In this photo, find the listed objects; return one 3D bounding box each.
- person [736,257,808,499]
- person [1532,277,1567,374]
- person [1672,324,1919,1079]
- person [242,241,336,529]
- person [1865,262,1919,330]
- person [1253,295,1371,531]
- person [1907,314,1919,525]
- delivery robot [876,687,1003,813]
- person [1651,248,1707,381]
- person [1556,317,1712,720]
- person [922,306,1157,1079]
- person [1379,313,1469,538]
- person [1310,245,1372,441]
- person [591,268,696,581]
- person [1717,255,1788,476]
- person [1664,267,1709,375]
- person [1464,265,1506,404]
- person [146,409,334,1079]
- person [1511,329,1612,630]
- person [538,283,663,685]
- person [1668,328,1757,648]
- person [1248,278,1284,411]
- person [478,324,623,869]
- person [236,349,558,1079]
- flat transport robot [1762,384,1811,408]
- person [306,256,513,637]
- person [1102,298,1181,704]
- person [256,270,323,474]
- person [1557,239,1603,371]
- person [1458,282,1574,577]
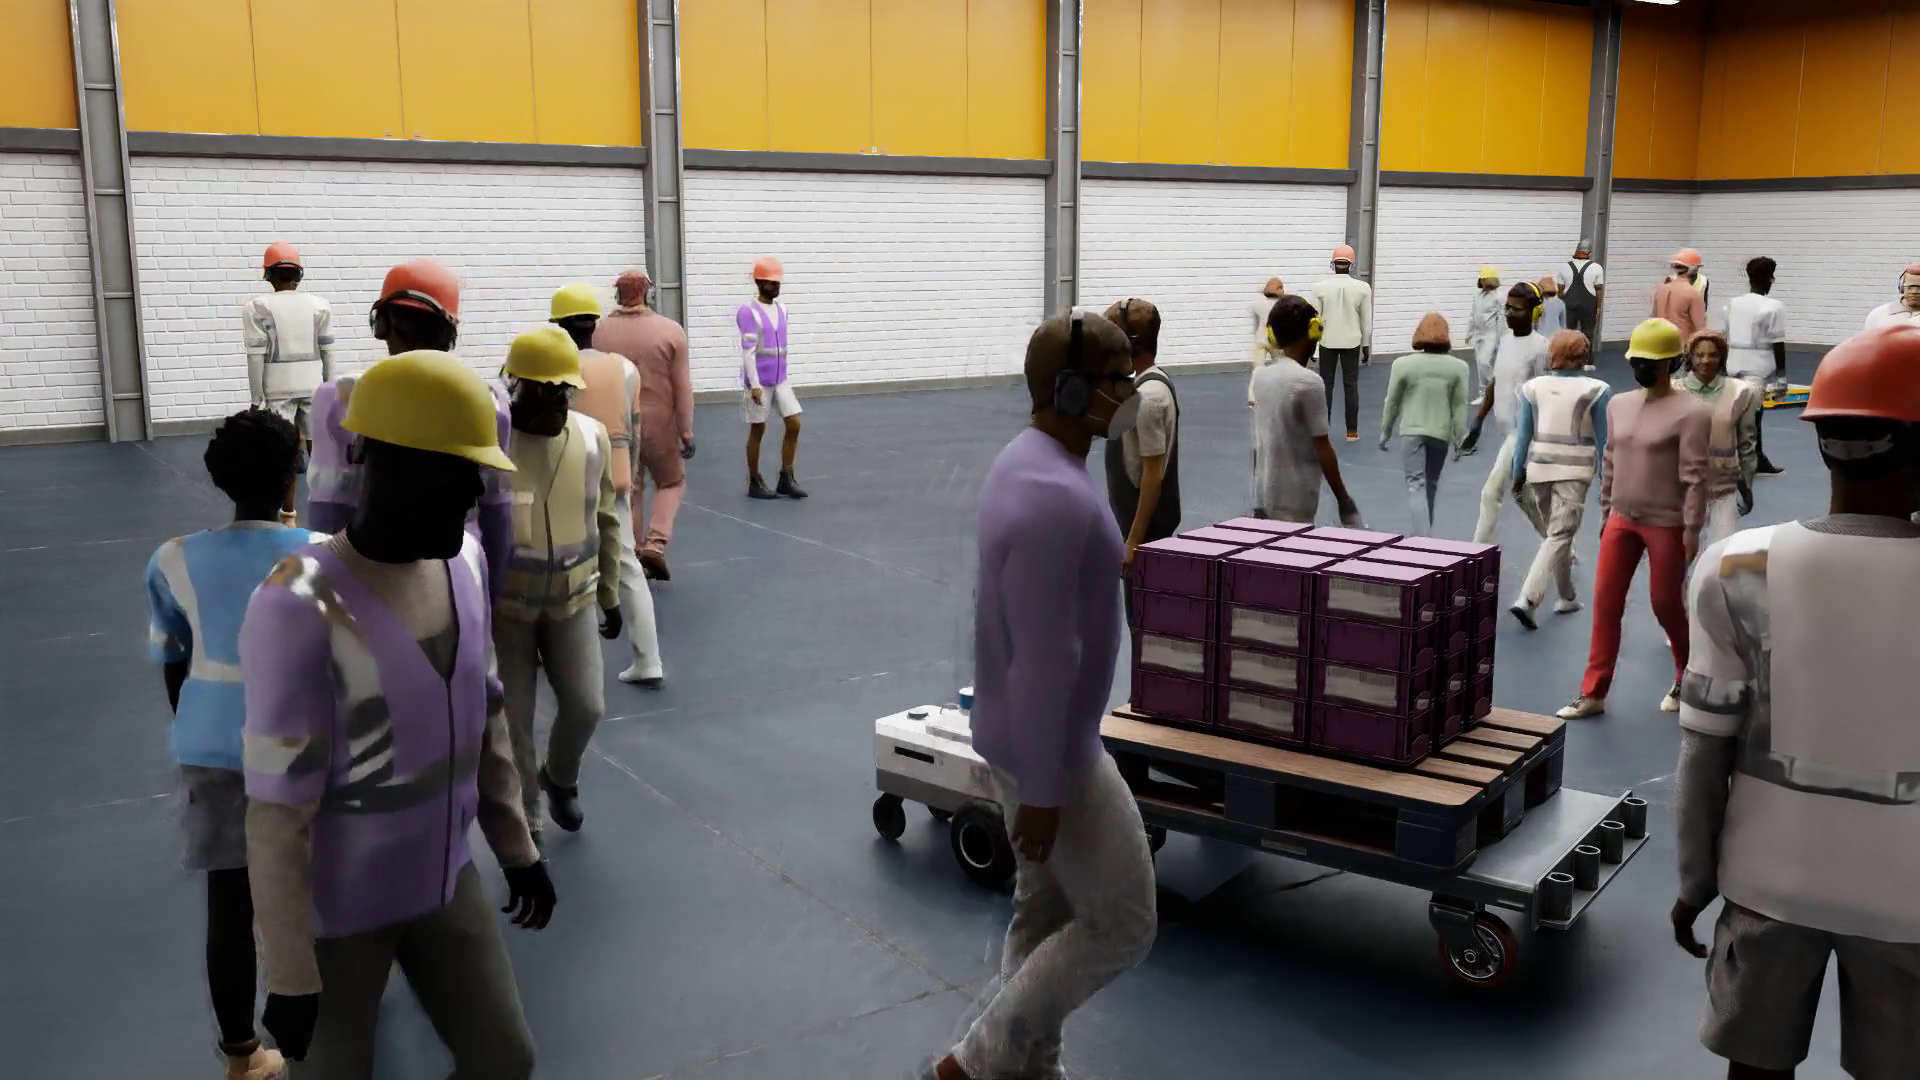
[{"bbox_3d":[-1.466,-1.249,13.065,0.665,1.914,0.554,9,14,41],"label":"person"},{"bbox_3d":[7.155,-2.386,20.223,0.510,1.585,0.617,-4,11,-20],"label":"person"},{"bbox_3d":[1.529,0.598,2.892,0.543,1.932,0.376,7,12,34],"label":"person"},{"bbox_3d":[-4.627,-1.029,11.509,0.608,2.044,0.370,-9,14,-41],"label":"person"},{"bbox_3d":[6.517,-0.952,11.476,0.639,1.903,0.409,7,13,36],"label":"person"},{"bbox_3d":[1.447,-0.123,7.114,0.557,1.828,0.590,-3,11,-14],"label":"person"},{"bbox_3d":[5.851,-0.671,9.834,0.635,1.935,0.351,9,14,41],"label":"person"},{"bbox_3d":[0.046,0.741,5.627,0.707,0.478,0.477,9,14,41],"label":"delivery robot"},{"bbox_3d":[7.164,-1.877,16.384,0.996,1.948,0.652,-3,11,-14],"label":"person"},{"bbox_3d":[2.972,-0.085,7.162,0.726,1.744,0.537,-6,12,-29],"label":"person"},{"bbox_3d":[0.224,0.460,3.634,0.434,1.927,0.639,0,10,-1],"label":"person"},{"bbox_3d":[3.003,-0.661,10.722,0.507,1.592,0.845,0,10,2],"label":"person"},{"bbox_3d":[3.871,-1.999,16.955,0.622,1.993,0.384,2,10,9],"label":"person"},{"bbox_3d":[-1.895,-0.663,9.899,0.672,1.892,0.416,1,10,5],"label":"person"},{"bbox_3d":[6.740,-1.466,14.238,0.999,1.927,0.614,-3,11,-18],"label":"person"},{"bbox_3d":[10.349,-3.138,23.713,0.633,1.811,0.837,2,11,12],"label":"person"},{"bbox_3d":[6.489,-2.522,20.565,0.387,1.733,0.487,-5,11,-26],"label":"person"},{"bbox_3d":[-1.726,0.494,4.207,0.542,1.649,0.881,-1,10,-8],"label":"person"},{"bbox_3d":[3.195,-0.330,8.927,0.849,1.598,0.510,-9,14,-40],"label":"person"},{"bbox_3d":[-1.739,-0.263,7.801,0.596,1.866,1.011,-10,14,-44],"label":"person"},{"bbox_3d":[3.707,-0.246,8.357,0.542,1.624,0.377,3,11,15],"label":"person"},{"bbox_3d":[3.716,-2.348,19.988,0.501,1.591,0.839,7,13,34],"label":"person"},{"bbox_3d":[-1.408,0.193,5.467,0.633,1.801,0.499,-6,12,-29],"label":"person"},{"bbox_3d":[-1.026,0.606,2.967,0.547,1.885,0.634,3,11,18],"label":"person"},{"bbox_3d":[10.074,-1.794,20.564,1.431,0.197,0.652,-6,12,-30],"label":"flat transport robot"},{"bbox_3d":[-1.667,0.156,5.072,0.653,2.018,0.486,-8,13,-36],"label":"person"},{"bbox_3d":[0.709,-0.041,6.655,0.343,1.839,0.506,1,10,6],"label":"person"},{"bbox_3d":[-5.869,-1.525,14.552,0.589,1.920,0.446,-7,13,-34],"label":"person"},{"bbox_3d":[9.696,-3.666,25.971,0.689,2.000,0.539,7,12,33],"label":"person"},{"bbox_3d":[3.329,-0.632,9.970,0.952,1.816,0.506,-1,10,-6],"label":"person"}]
